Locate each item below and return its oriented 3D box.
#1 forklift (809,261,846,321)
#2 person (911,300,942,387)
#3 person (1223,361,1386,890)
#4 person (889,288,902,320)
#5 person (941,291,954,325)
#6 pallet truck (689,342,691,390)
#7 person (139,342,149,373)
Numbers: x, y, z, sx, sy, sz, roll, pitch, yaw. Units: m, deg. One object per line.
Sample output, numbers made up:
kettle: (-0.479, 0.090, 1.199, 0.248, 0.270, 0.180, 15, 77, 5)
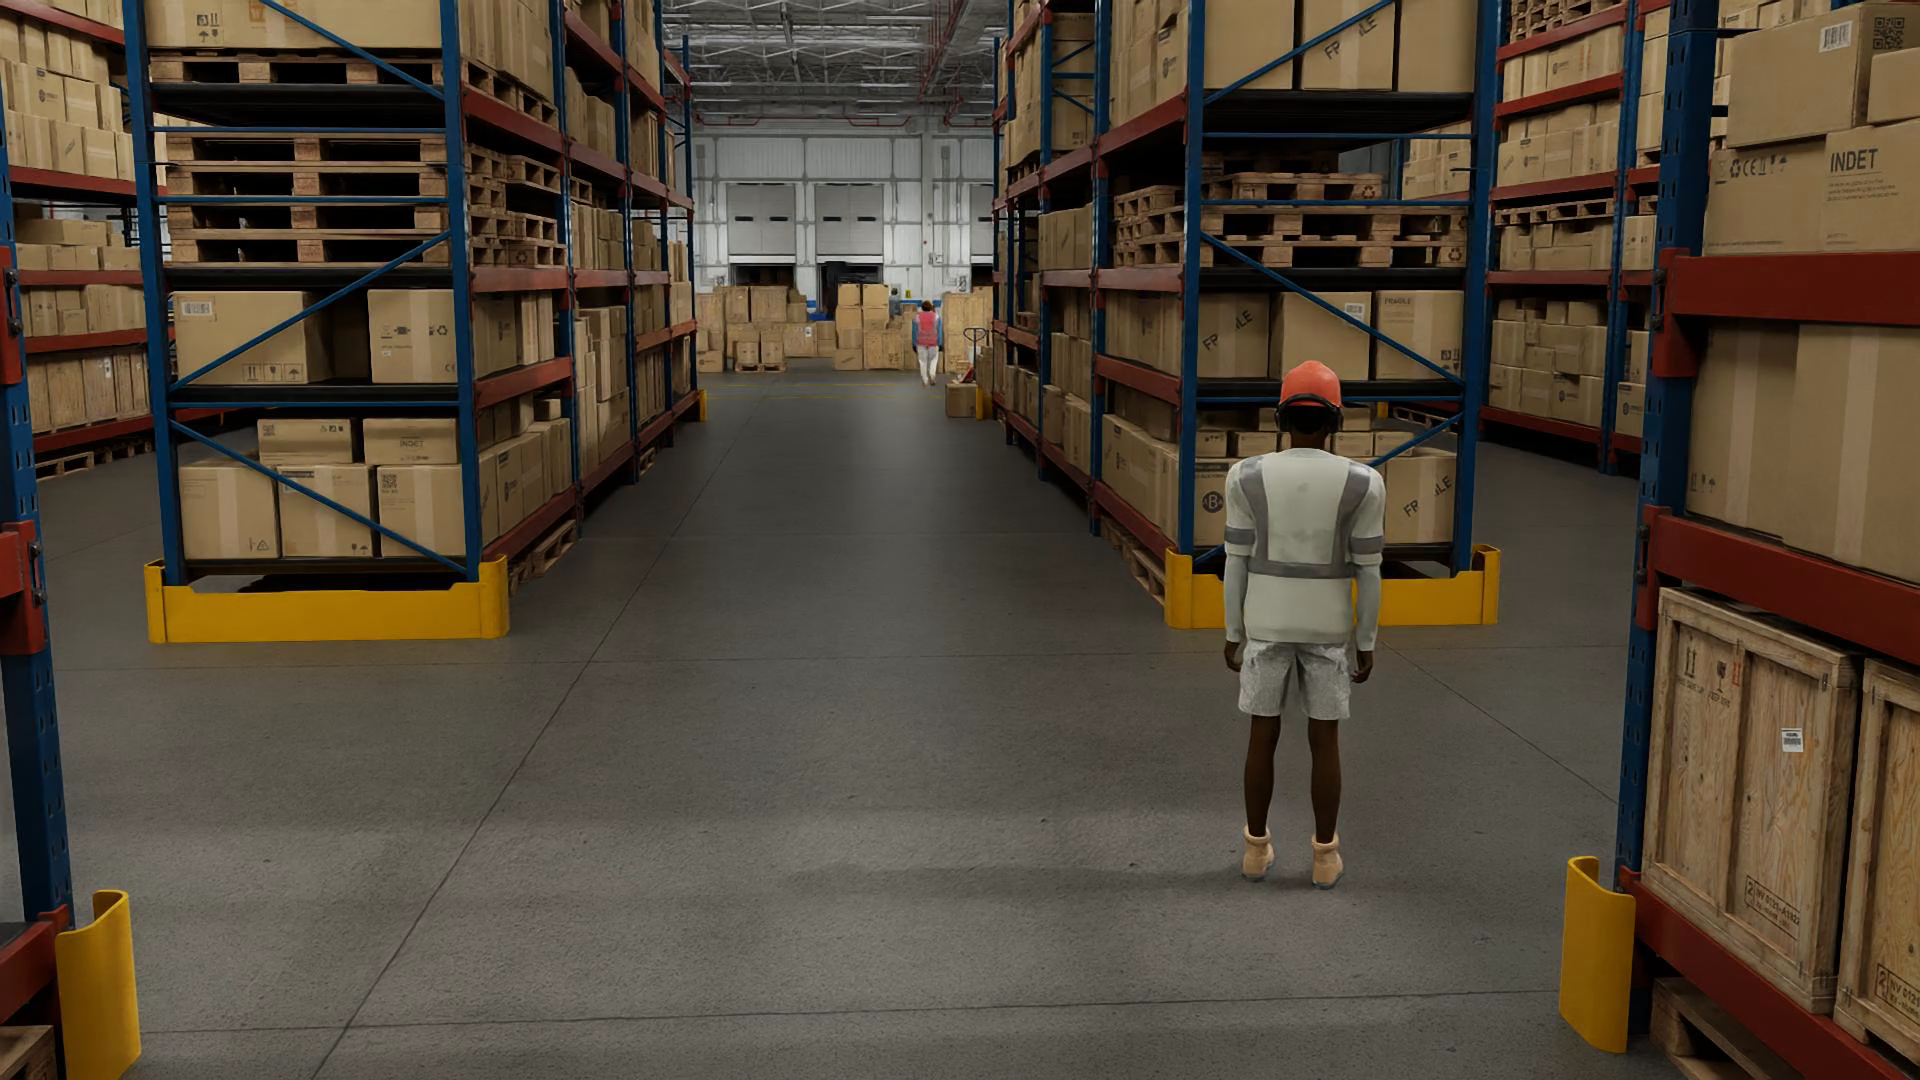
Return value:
forklift: (-4.120, -7.844, 55.086, 1.873, 2.768, 1.129, 3, 10, 20)
person: (-0.697, -4.145, 35.164, 0.654, 1.819, 0.756, 0, 9, 0)
person: (1.315, 0.330, 6.434, 0.601, 2.036, 0.404, 2, 9, 13)
person: (-2.302, -7.827, 57.976, 0.635, 1.928, 0.383, 4, 10, 22)
person: (-0.277, -5.855, 45.584, 0.551, 1.920, 0.660, 1, 9, 5)
pallet truck: (-5.225, -3.008, 27.480, 1.885, 1.965, 0.823, 2, 9, 14)
person: (-15.388, -3.479, 31.378, 0.321, 1.697, 0.530, -3, 10, -20)
